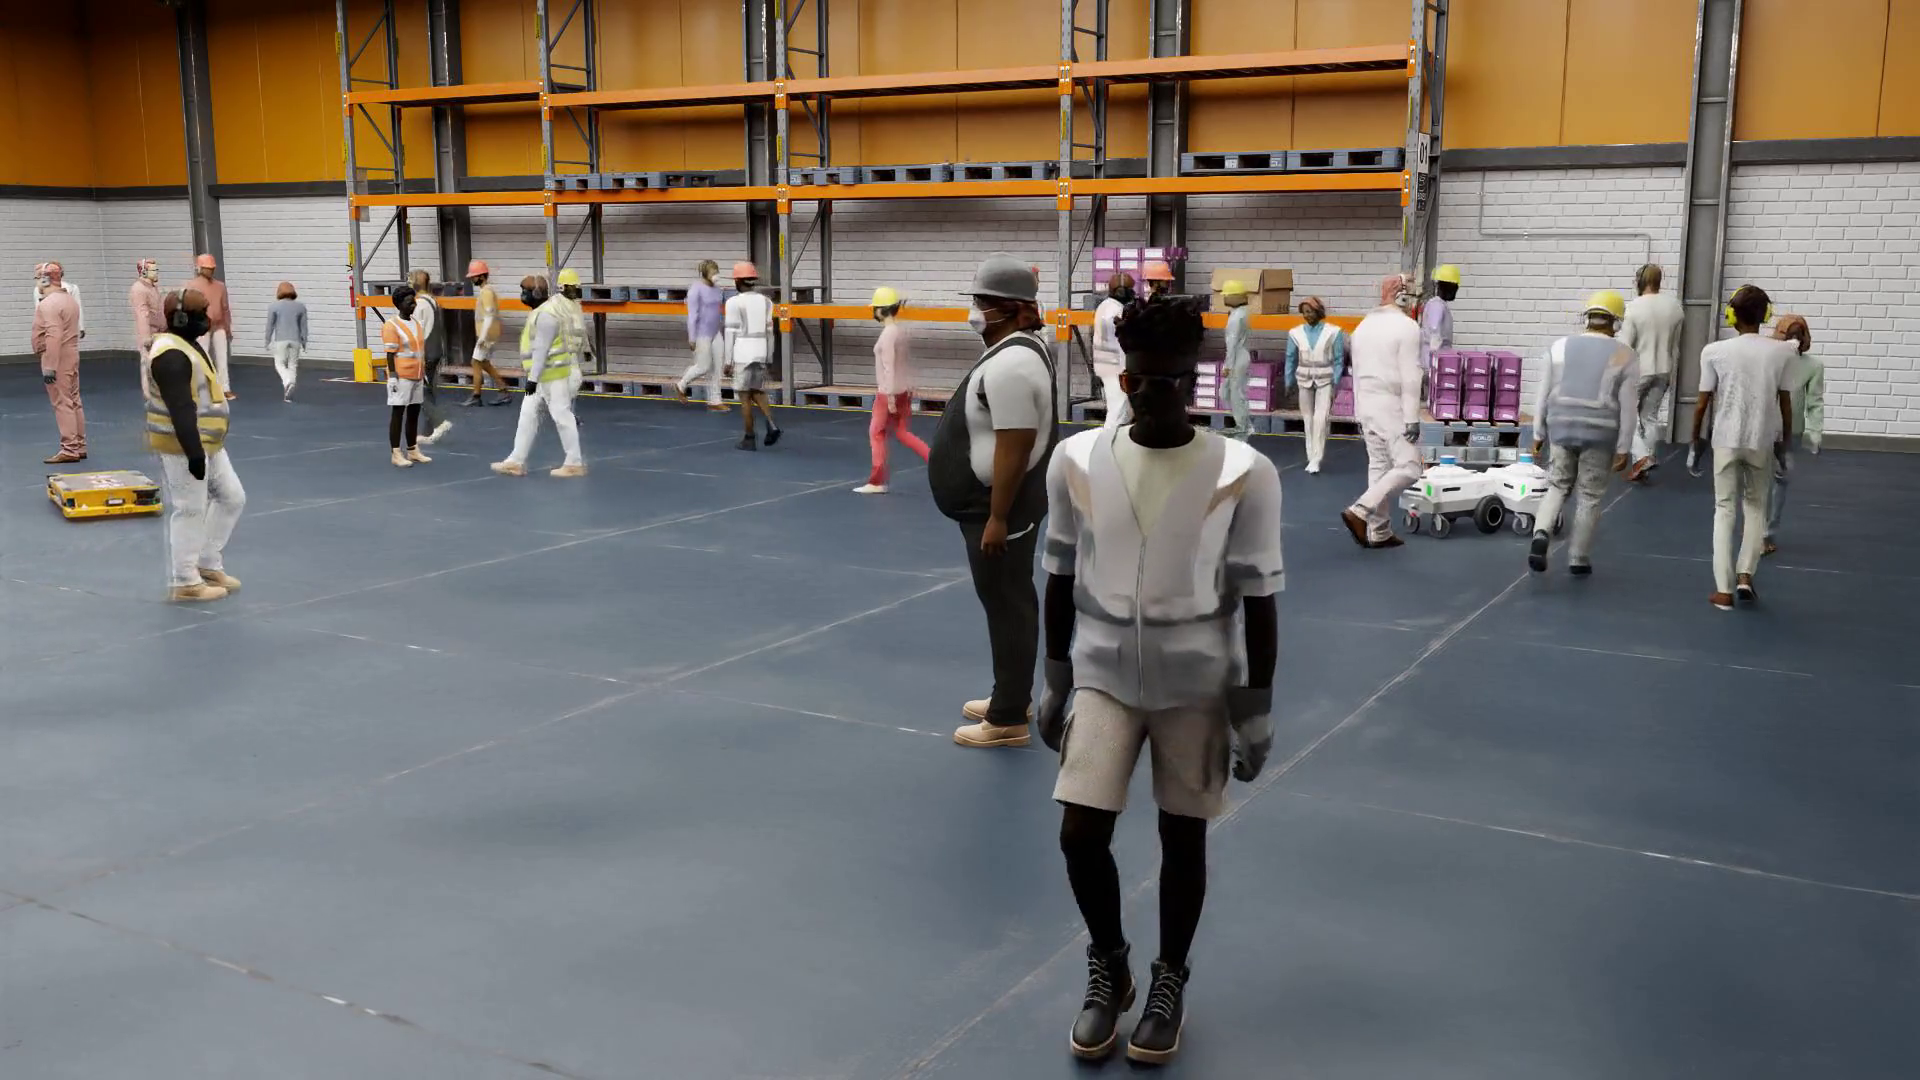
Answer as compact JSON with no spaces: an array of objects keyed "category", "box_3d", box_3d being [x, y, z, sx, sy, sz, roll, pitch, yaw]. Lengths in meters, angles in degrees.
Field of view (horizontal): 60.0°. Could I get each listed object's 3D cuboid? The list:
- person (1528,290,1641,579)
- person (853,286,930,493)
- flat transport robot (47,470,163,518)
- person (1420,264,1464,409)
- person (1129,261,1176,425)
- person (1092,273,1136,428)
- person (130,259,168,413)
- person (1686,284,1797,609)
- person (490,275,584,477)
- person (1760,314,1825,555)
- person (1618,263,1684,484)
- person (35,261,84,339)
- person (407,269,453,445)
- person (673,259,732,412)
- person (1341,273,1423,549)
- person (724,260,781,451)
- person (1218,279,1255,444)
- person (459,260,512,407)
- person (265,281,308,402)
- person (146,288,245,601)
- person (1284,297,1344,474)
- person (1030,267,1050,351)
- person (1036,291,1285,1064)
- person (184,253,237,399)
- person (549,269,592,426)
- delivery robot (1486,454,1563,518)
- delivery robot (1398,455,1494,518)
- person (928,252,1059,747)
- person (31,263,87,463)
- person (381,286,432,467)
[{"category":"person","box_3d":[3.833,-0.627,10.244,0.631,1.799,0.603,8,13,38]},{"category":"person","box_3d":[-0.503,-1.238,13.853,0.725,1.742,0.527,3,10,16]},{"category":"flat transport robot","box_3d":[-6.780,-0.379,13.150,0.652,0.197,1.431,-7,12,-33]},{"category":"person","box_3d":[4.620,-1.767,16.409,0.723,1.897,0.601,3,10,15]},{"category":"person","box_3d":[1.896,-1.827,16.682,0.569,1.921,0.550,2,10,14]},{"category":"person","box_3d":[1.460,-1.533,15.287,0.466,1.823,0.651,-2,10,-9]},{"category":"person","box_3d":[-10.081,-2.544,20.778,0.410,1.909,0.642,-3,10,-15]},{"category":"person","box_3d":[4.464,-0.526,9.519,0.549,1.851,0.440,3,10,16]},{"category":"person","box_3d":[-3.807,-1.444,14.816,0.885,1.802,0.648,-4,11,-24]},{"category":"person","box_3d":[5.498,-0.695,11.124,0.516,1.604,0.656,2,10,12]},{"category":"person","box_3d":[5.937,-1.425,14.416,0.628,1.926,0.452,-3,10,-14]},{"category":"person","box_3d":[-12.761,-3.016,23.597,0.581,1.866,0.699,-4,11,-23]},{"category":"person","box_3d":[-5.557,-1.888,17.266,0.424,1.835,0.549,1,10,4]},{"category":"person","box_3d":[-3.235,-2.555,20.832,0.687,1.916,0.636,6,11,29]},{"category":"person","box_3d":[2.851,-0.843,11.203,0.560,1.889,0.689,-4,11,-21]},{"category":"person","box_3d":[-2.130,-1.852,16.808,0.467,1.924,0.542,9,13,42]},{"category":"person","box_3d":[2.839,-1.822,17.191,0.379,1.725,0.482,2,10,9]},{"category":"person","box_3d":[-6.149,-2.642,21.365,0.655,1.892,0.612,-2,10,-13]},{"category":"person","box_3d":[-8.901,-2.625,22.061,0.552,1.605,0.526,-7,12,-35]},{"category":"person","box_3d":[-4.431,-0.545,9.693,0.517,1.822,0.650,-2,10,-13]},{"category":"person","box_3d":[3.195,-1.391,15.088,0.535,1.603,0.723,5,11,27]},{"category":"person","box_3d":[0.670,-1.679,15.959,0.632,1.867,0.591,10,14,43]},{"category":"person","box_3d":[0.471,0.373,4.122,0.630,1.951,0.505,3,11,18]},{"category":"person","box_3d":[-10.212,-2.892,22.566,0.805,1.973,0.642,7,12,36]},{"category":"person","box_3d":[-4.478,-2.202,19.099,0.428,1.811,0.600,2,10,11]},{"category":"delivery robot","box_3d":[4.104,-0.382,12.099,0.477,0.478,0.707,-1,10,-4]},{"category":"delivery robot","box_3d":[3.512,-0.367,12.012,0.707,0.478,0.477,-6,12,-30]},{"category":"person","box_3d":[0.136,-0.169,6.951,0.539,2.000,0.689,1,10,7]},{"category":"person","box_3d":[-8.655,-1.688,15.939,0.407,1.904,0.655,-2,10,-11]},{"category":"person","box_3d":[-5.212,-1.540,15.687,0.320,1.695,0.538,4,11,20]}]
